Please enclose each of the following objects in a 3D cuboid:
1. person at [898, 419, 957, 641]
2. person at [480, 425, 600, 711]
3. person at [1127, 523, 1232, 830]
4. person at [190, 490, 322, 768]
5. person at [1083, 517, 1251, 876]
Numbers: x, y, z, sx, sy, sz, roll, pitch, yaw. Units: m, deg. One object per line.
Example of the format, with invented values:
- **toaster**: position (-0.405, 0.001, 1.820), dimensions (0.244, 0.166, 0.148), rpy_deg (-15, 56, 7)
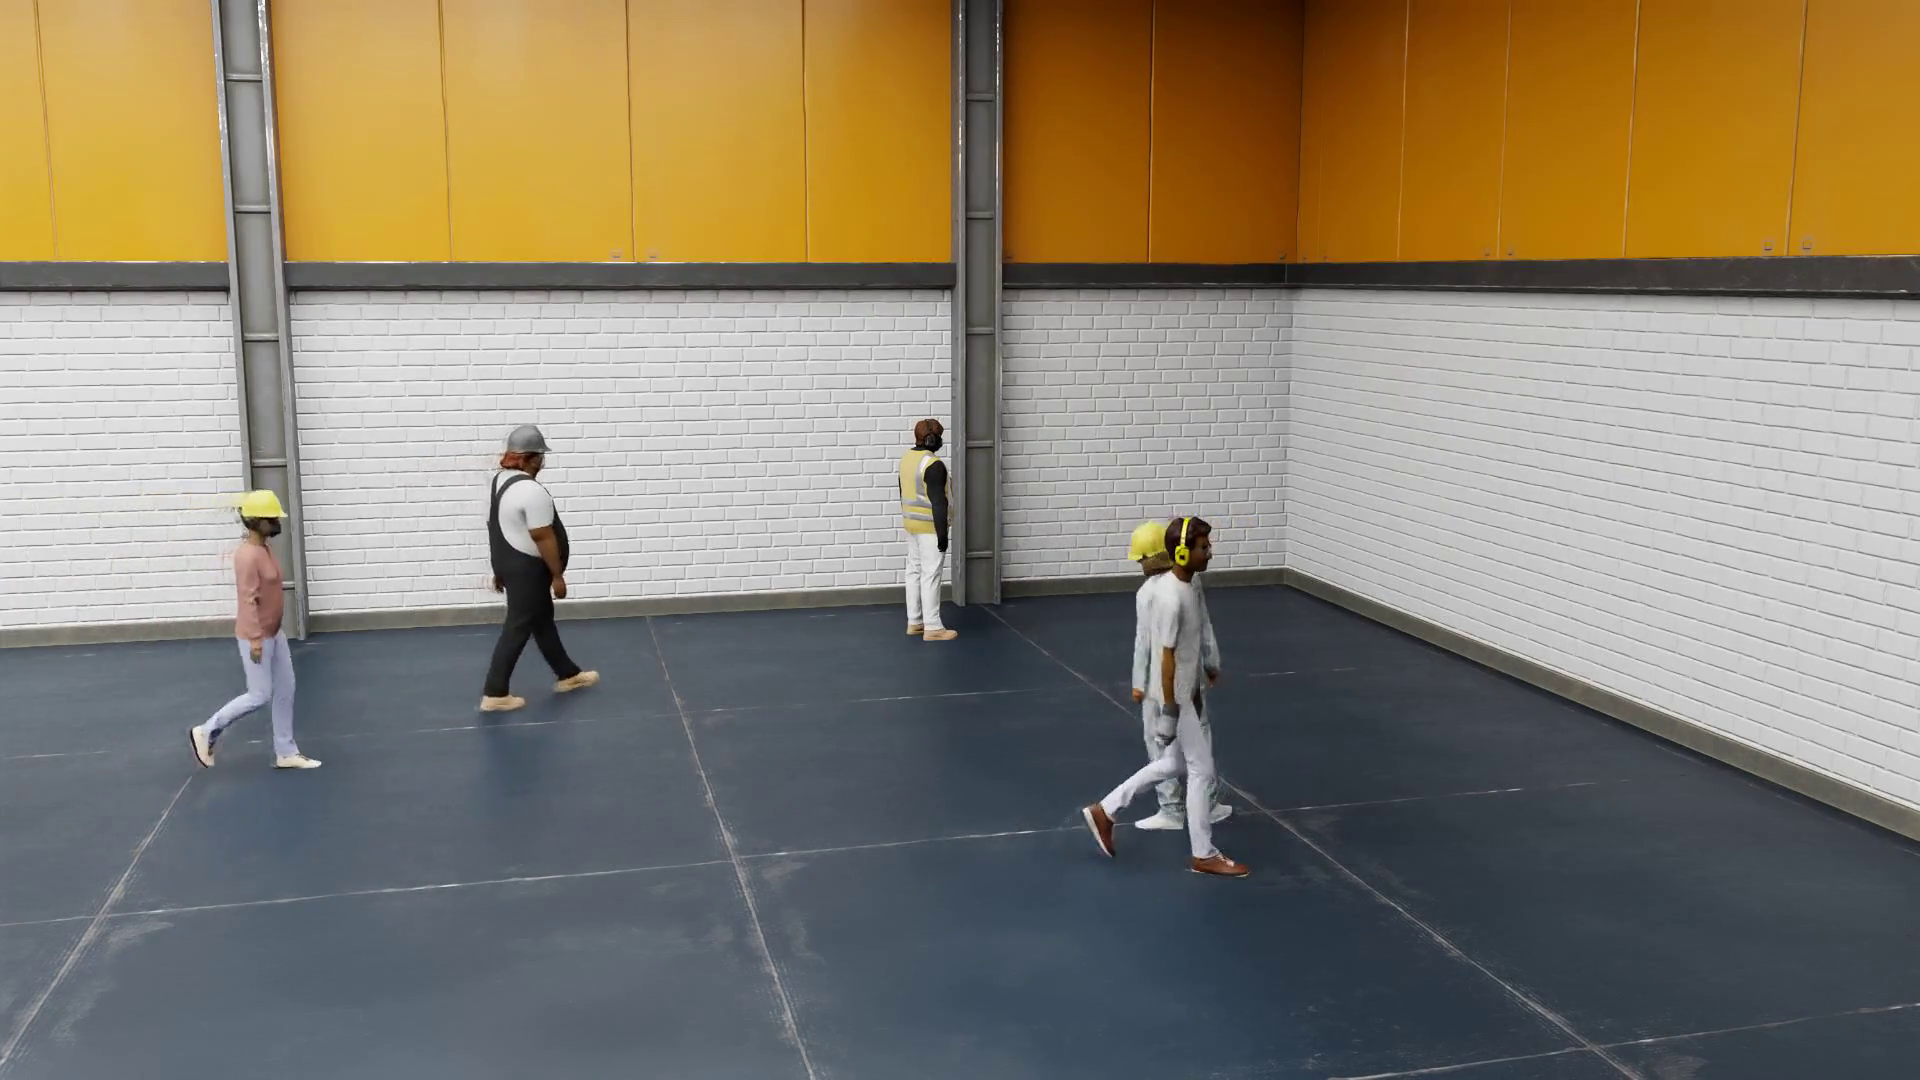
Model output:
- **person**: position (-0.260, -0.090, 13.826), dimensions (0.429, 1.841, 0.633), rpy_deg (-5, 10, -29)
- **person**: position (-3.012, 0.148, 11.715), dimensions (0.995, 2.000, 0.692), rpy_deg (-6, 11, -35)
- **person**: position (1.220, 0.734, 9.126), dimensions (0.672, 1.697, 0.367), rpy_deg (-6, 11, -35)
- **person**: position (-4.290, 0.563, 10.045), dimensions (0.642, 1.747, 0.529), rpy_deg (-1, 9, -4)
- **person**: position (1.057, 0.779, 8.403), dimensions (0.795, 1.845, 0.538), rpy_deg (1, 9, 8)
